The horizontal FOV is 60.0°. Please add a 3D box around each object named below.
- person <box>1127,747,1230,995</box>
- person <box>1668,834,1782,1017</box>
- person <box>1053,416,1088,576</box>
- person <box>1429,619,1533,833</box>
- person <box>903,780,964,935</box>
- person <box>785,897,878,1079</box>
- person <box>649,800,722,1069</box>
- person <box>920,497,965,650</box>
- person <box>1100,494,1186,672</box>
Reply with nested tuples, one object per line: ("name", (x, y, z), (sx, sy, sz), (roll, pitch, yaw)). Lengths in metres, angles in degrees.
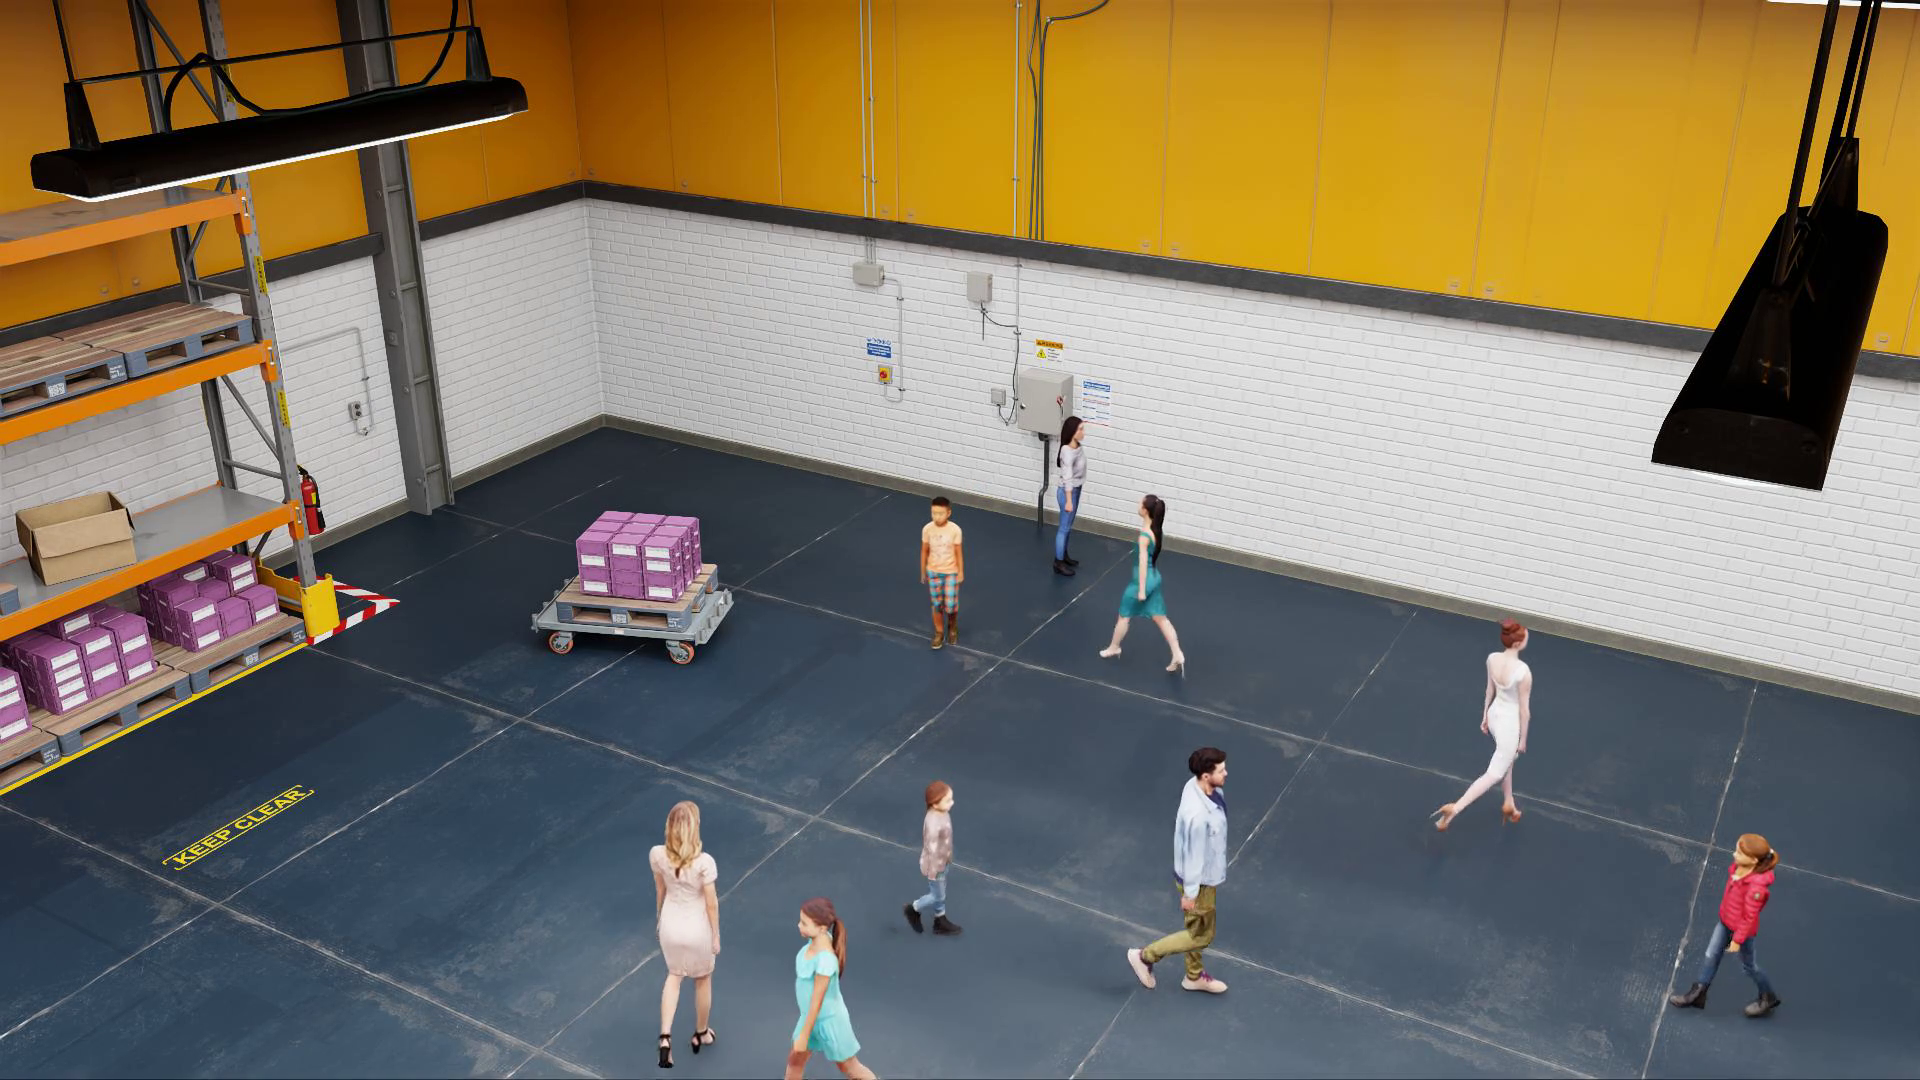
("person", (1.410, 2.096, 10.439), (0.915, 1.800, 0.930), (4, 24, 10))
("person", (4.911, 2.421, 10.329), (0.863, 1.291, 0.905), (-1, 24, -2))
("person", (1.078, -0.458, 16.492), (0.718, 1.630, 0.549), (5, 24, 12))
("person", (3.863, 1.414, 12.049), (1.152, 1.760, 1.020), (-9, 25, -19))
("person", (-0.200, 2.131, 11.121), (0.635, 1.189, 0.627), (7, 24, 15))
("person", (-0.687, 2.701, 9.401), (1.076, 1.523, 1.047), (-5, 24, -11))
("person", (-1.649, 2.370, 9.795), (0.706, 1.814, 0.904), (7, 25, 15))
("person", (-0.143, 0.269, 15.052), (0.629, 1.451, 0.668), (4, 24, 8))
("person", (1.693, 0.421, 14.464), (0.640, 1.644, 0.970), (14, 27, 28))
